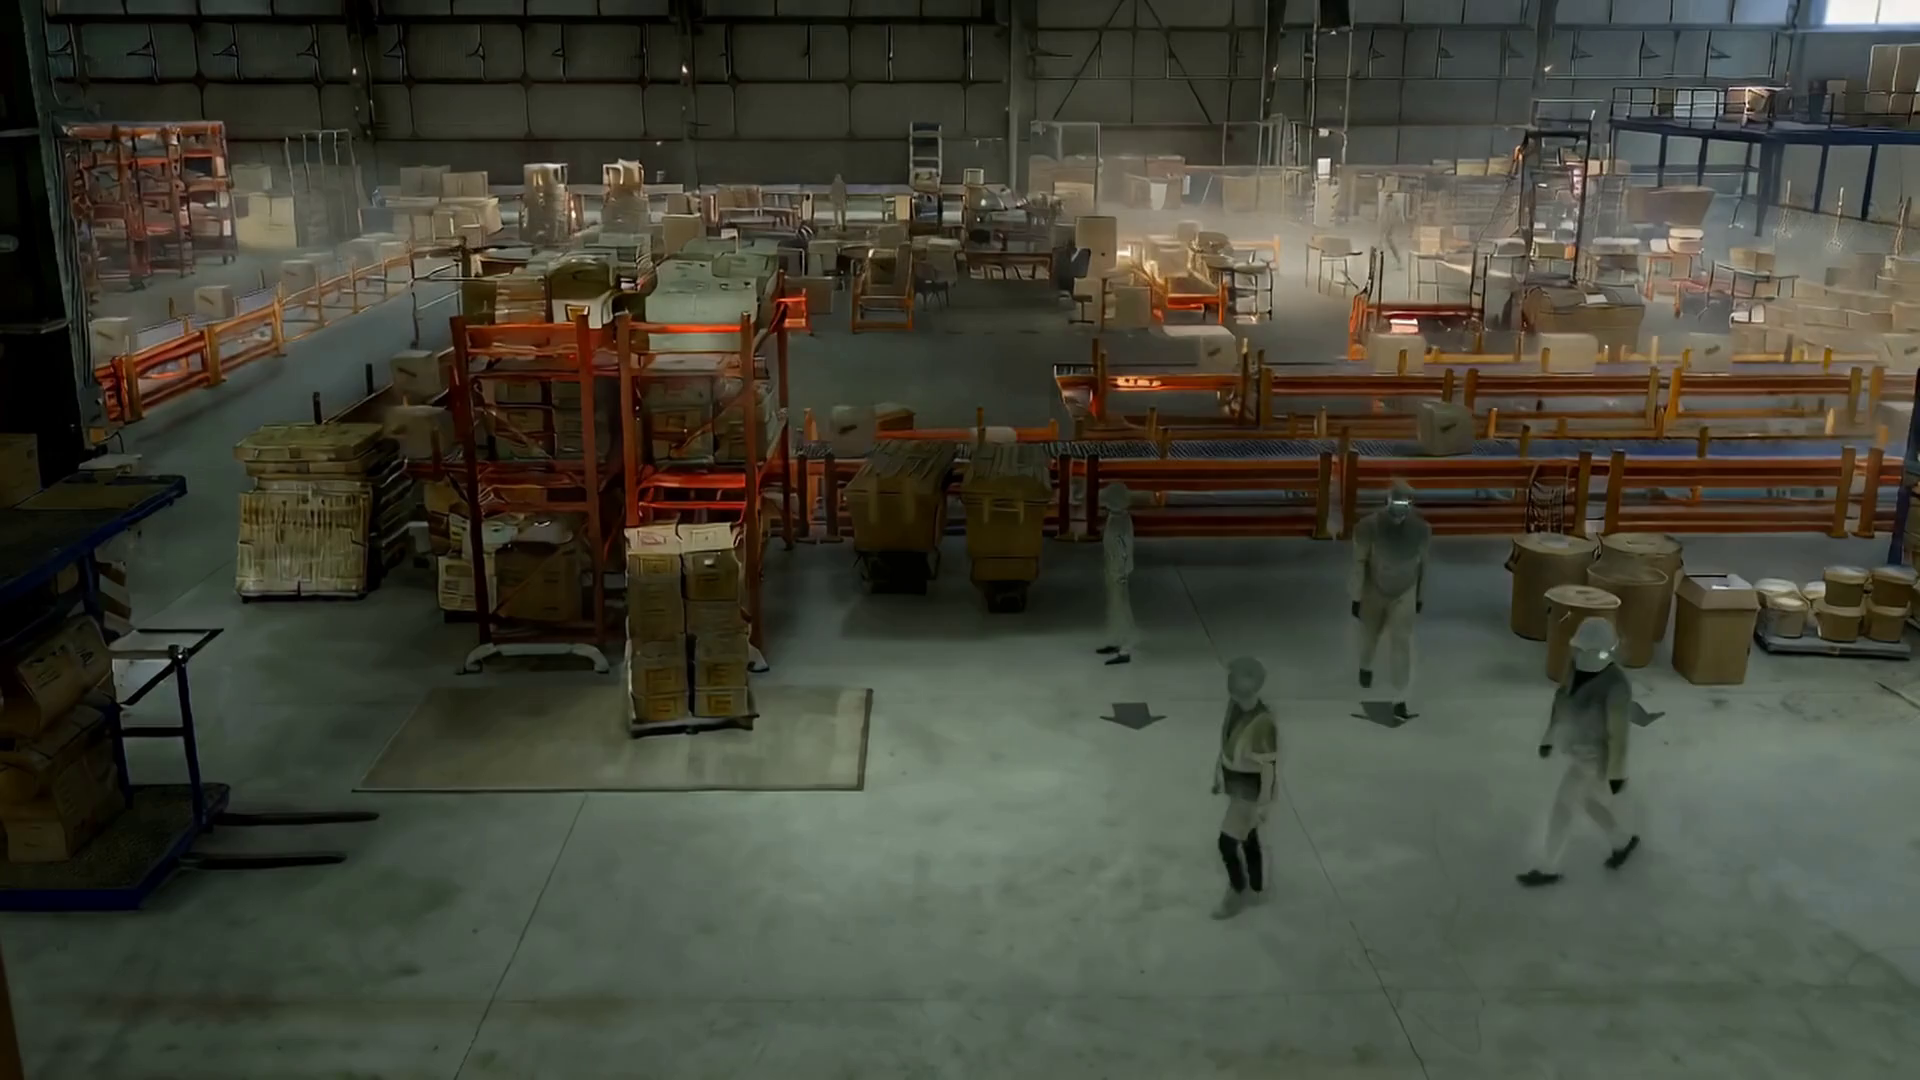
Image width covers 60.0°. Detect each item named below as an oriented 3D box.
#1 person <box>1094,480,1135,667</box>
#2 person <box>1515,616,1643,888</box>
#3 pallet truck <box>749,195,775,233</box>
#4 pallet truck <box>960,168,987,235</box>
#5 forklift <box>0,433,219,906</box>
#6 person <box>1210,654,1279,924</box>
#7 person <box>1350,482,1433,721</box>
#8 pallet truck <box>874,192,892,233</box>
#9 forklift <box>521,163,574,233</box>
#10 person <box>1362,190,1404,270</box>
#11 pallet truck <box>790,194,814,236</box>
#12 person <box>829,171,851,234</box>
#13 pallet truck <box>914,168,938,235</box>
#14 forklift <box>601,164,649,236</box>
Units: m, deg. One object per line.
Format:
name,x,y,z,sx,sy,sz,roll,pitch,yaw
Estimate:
person,1.355,0.280,14.324,0.286,1.632,0.501,-3,16,-10
person,3.994,1.309,10.465,0.869,1.799,0.589,-2,16,-7
pallet truck,-6.051,-9.967,50.660,0.680,1.201,1.601,0,16,-1
pallet truck,0.383,-10.230,50.206,0.823,1.965,1.885,-1,16,-3
forklift,-5.952,0.780,10.366,1.873,2.768,1.129,0,16,-1
person,1.647,1.497,9.992,0.524,1.678,0.558,-3,16,-12
person,3.461,0.420,13.445,0.642,1.863,0.996,2,16,8
pallet truck,-2.277,-9.986,50.594,0.653,1.274,1.630,0,16,-1
forklift,-12.233,-10.122,49.298,1.157,1.987,2.680,0,16,-1
person,10.722,-7.779,41.729,1.074,1.991,0.621,12,20,35
pallet truck,-4.814,-9.883,50.259,0.704,1.261,1.522,-1,16,-3
person,-3.636,-10.185,50.234,0.684,1.890,0.426,-5,17,-16
pallet truck,-0.989,-10.316,50.507,0.823,1.965,1.885,1,16,3
forklift,-9.948,-10.127,49.296,1.157,1.987,2.680,-1,16,-3
